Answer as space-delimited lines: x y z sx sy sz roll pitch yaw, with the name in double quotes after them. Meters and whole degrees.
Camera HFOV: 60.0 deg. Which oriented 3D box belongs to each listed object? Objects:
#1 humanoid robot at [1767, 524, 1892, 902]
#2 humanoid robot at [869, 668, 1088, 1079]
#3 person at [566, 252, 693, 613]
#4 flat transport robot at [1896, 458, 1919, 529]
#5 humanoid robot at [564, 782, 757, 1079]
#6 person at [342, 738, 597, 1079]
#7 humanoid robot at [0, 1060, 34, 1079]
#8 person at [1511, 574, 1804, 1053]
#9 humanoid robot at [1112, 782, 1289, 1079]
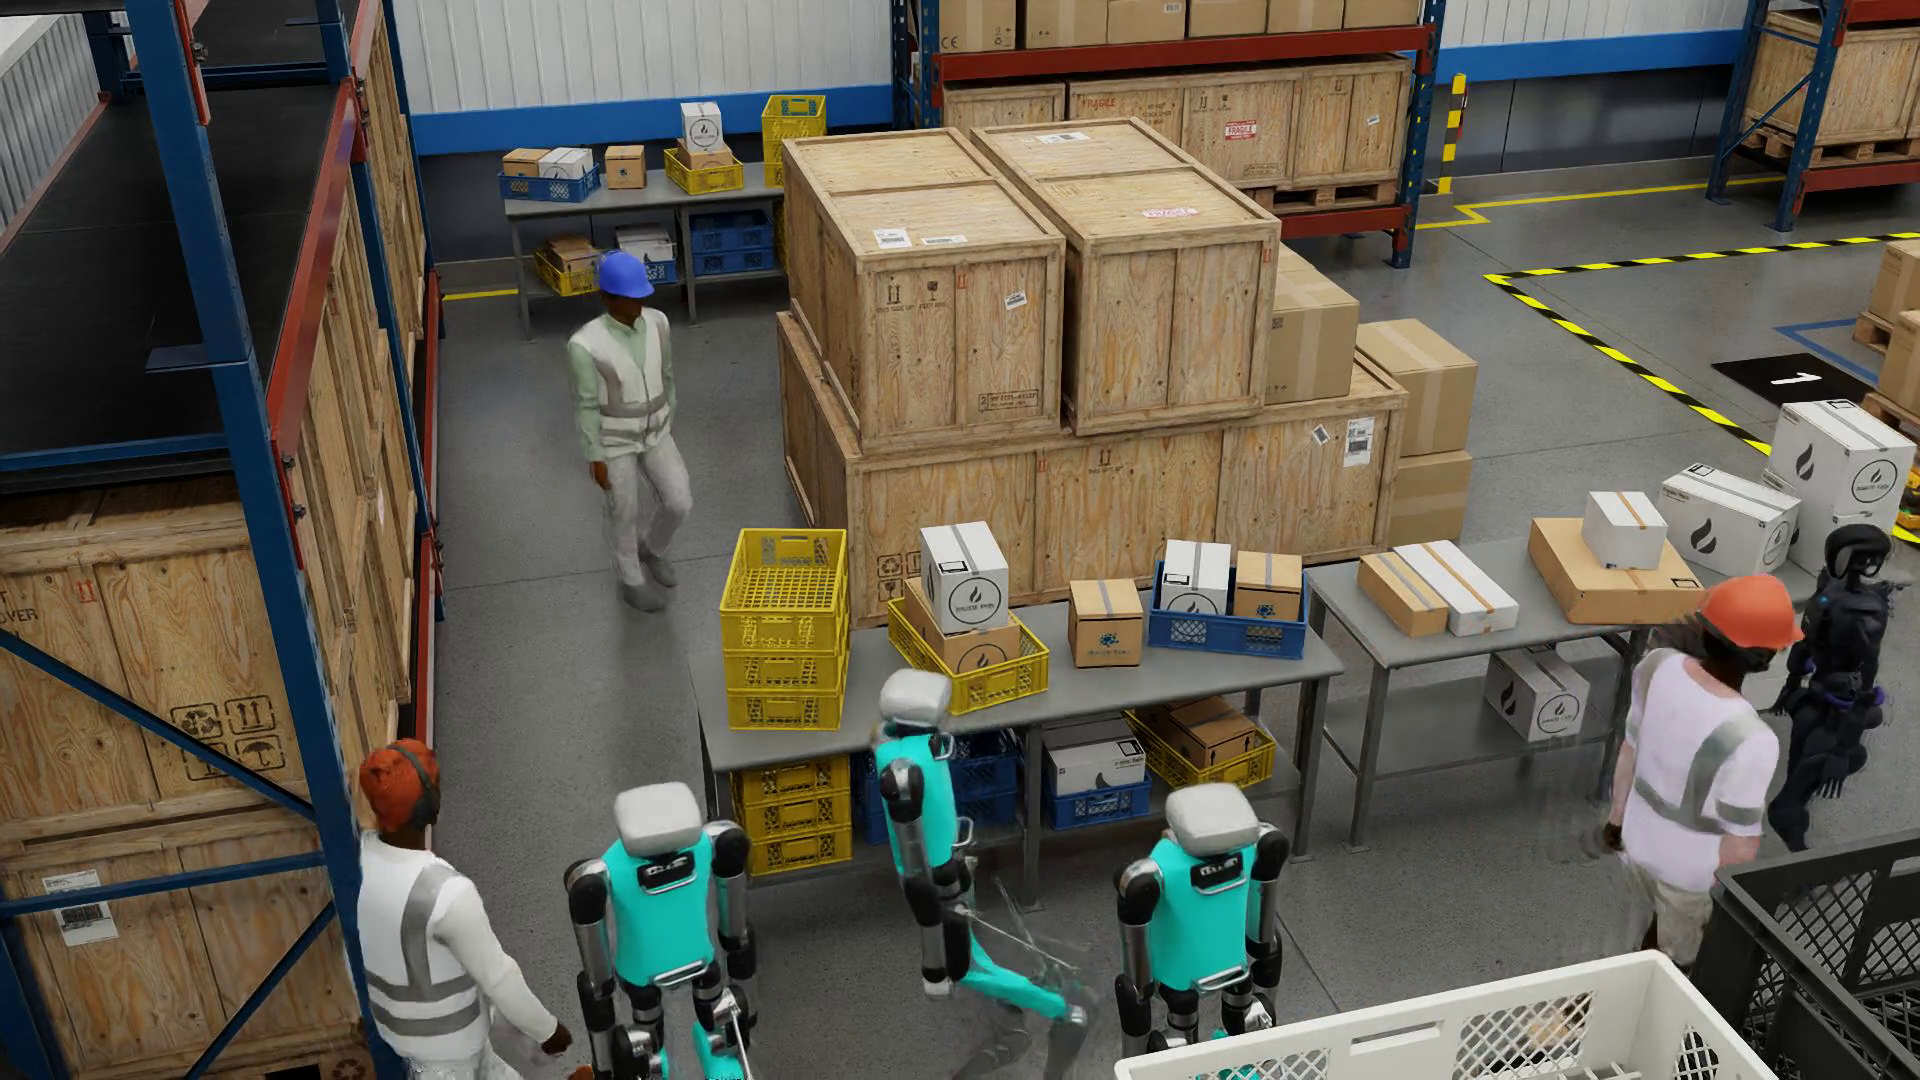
3.355 0.672 6.436 0.349 1.644 0.609 2 29 3 "humanoid robot"
0.154 1.222 5.369 0.870 1.745 0.579 2 29 4 "humanoid robot"
-1.629 -0.509 8.308 0.604 1.934 0.440 -25 38 -38 "person"
5.959 -0.376 9.771 1.431 0.197 0.652 -7 30 -12 "flat transport robot"
-0.703 1.602 4.743 0.541 1.790 1.020 -15 32 -26 "humanoid robot"
-1.492 1.391 4.971 0.647 1.834 0.976 21 35 33 "person"
-2.183 1.929 4.140 0.315 1.657 0.599 7 30 13 "humanoid robot"
2.312 1.009 5.482 0.848 2.018 0.611 -7 30 -12 "person"
0.778 1.532 4.709 0.531 1.694 0.741 -13 31 -22 "humanoid robot"
